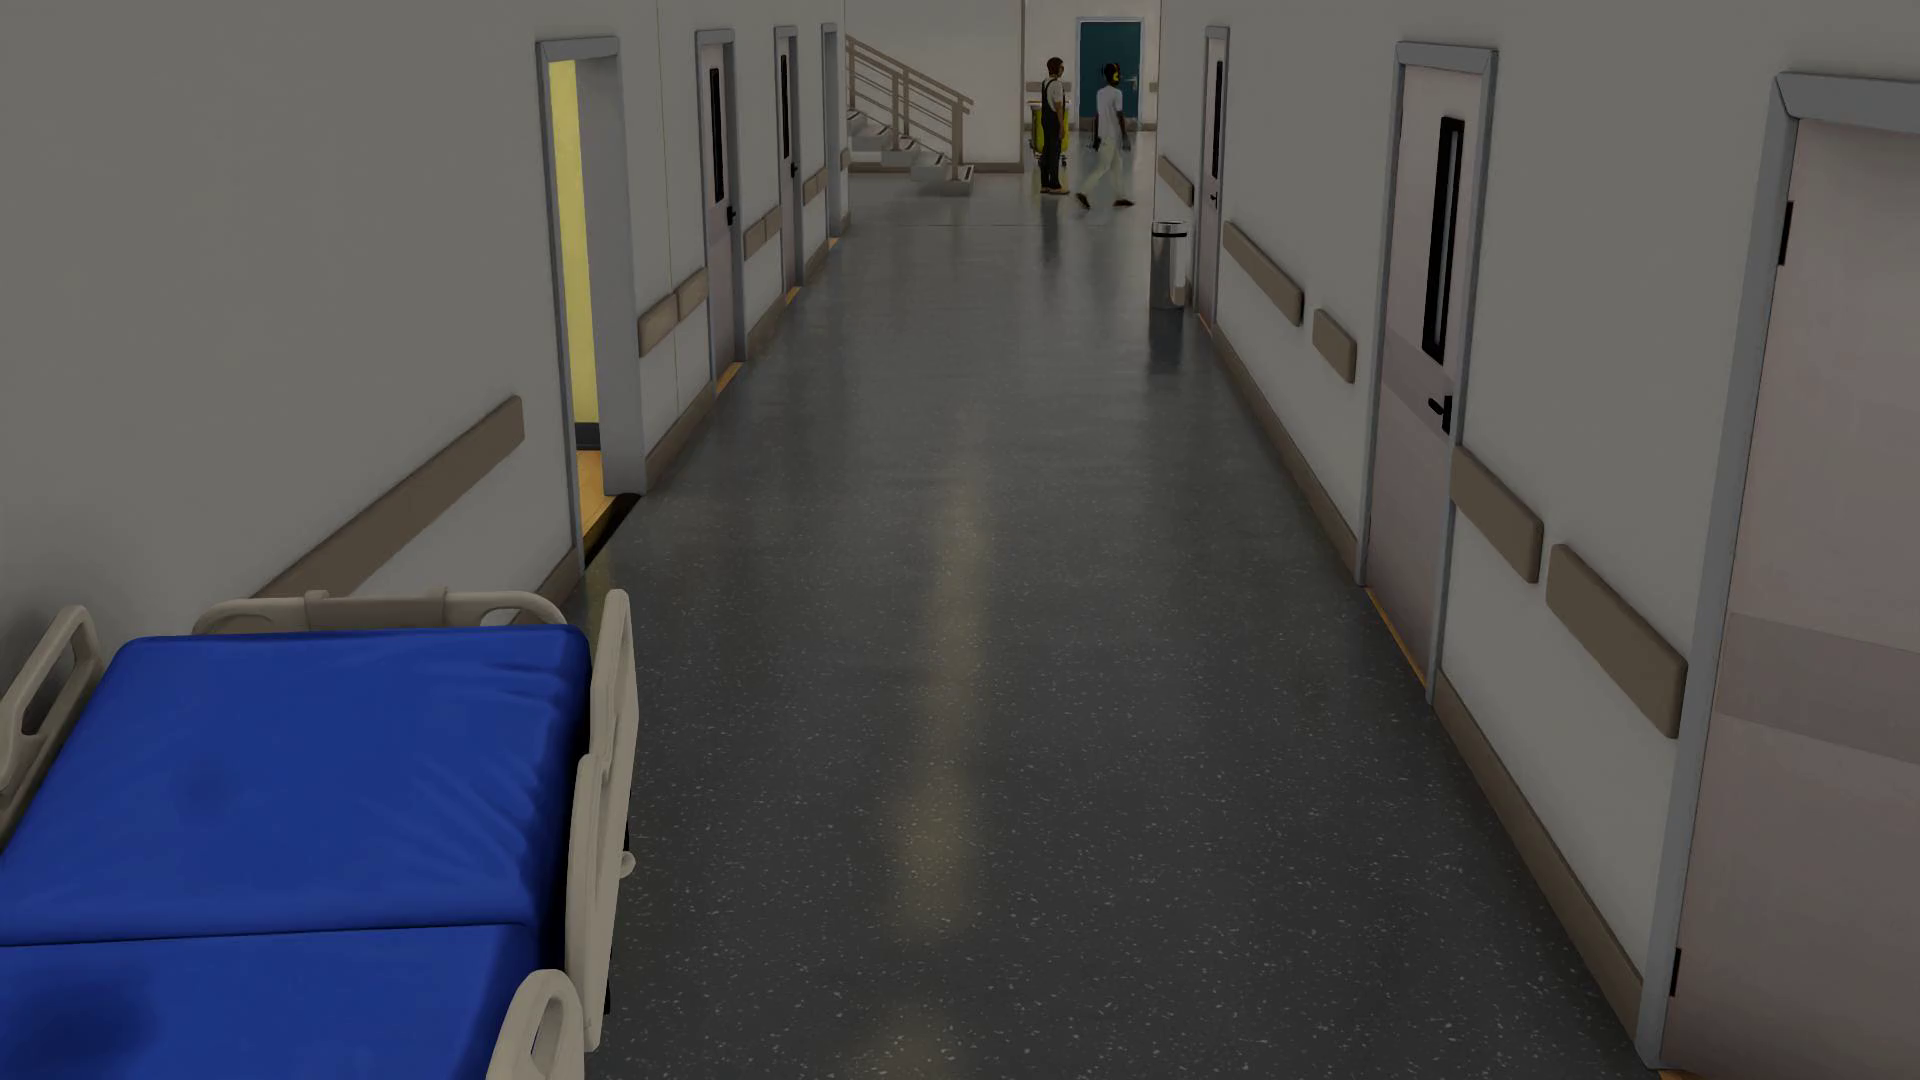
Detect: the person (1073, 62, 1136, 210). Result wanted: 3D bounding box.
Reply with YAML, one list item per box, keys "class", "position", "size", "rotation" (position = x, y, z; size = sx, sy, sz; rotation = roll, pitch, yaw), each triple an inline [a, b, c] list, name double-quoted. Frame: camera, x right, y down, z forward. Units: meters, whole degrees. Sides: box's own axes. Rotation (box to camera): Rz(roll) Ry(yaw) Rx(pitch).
- class: "person"
  position: [1.858, -5.145, 21.213]
  size: [0.927, 1.834, 0.528]
  rotation: [-7, 19, -21]

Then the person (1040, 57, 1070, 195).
- class: "person"
  position: [1.294, -5.698, 22.919]
  size: [0.345, 1.845, 0.508]
  rotation: [-8, 20, -25]
